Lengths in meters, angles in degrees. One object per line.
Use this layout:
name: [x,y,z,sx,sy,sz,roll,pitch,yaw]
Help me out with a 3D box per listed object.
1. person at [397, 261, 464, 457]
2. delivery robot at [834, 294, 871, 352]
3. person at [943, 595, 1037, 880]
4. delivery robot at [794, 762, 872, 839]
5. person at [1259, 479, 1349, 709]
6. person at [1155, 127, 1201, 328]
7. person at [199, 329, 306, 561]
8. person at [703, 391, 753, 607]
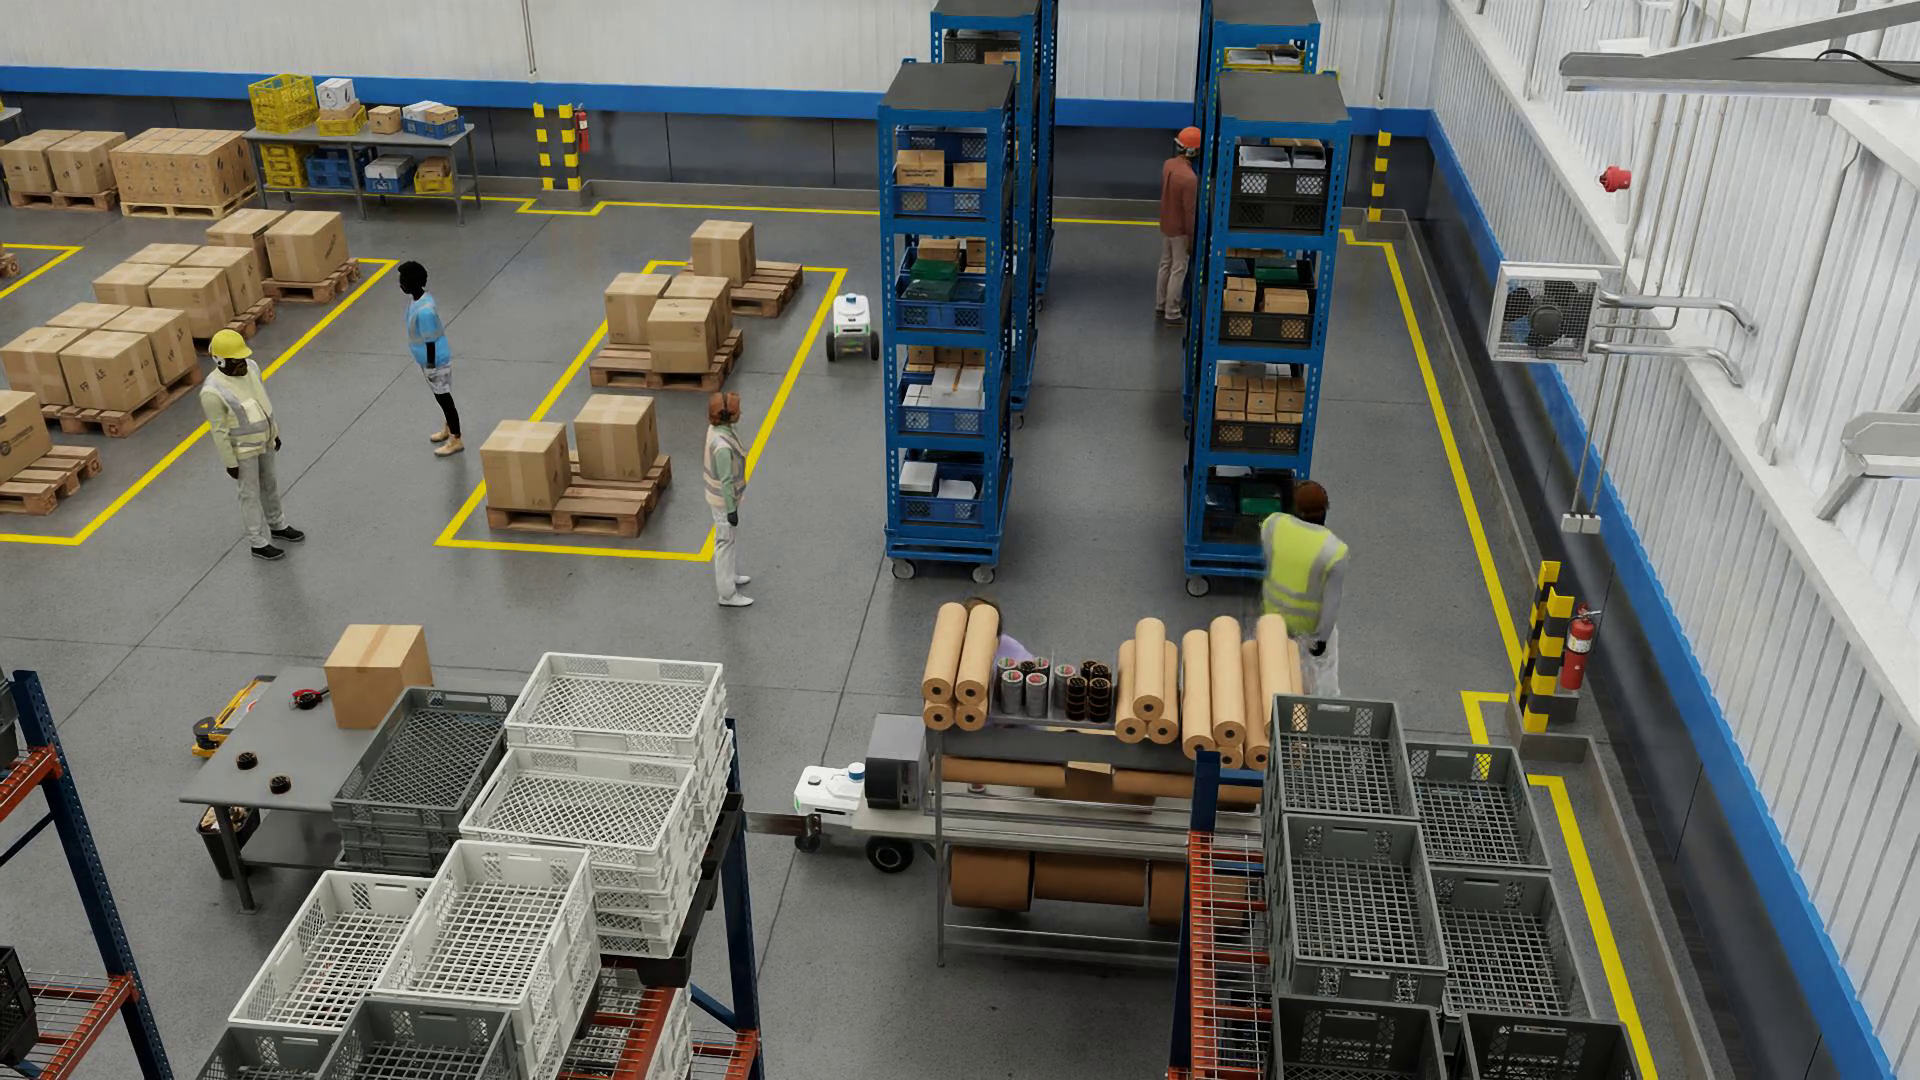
person: [-4.413,-1.526,13.866,0.320,1.694,0.533,-12,32,-20]
delivery robot: [-1.035,-2.114,15.907,0.477,0.478,0.707,-2,30,-4]
person: [0.139,1.107,9.112,0.629,1.929,0.371,17,34,26]
delivery robot: [-0.595,1.515,9.674,0.707,0.478,0.477,6,31,10]
person: [2.145,0.427,10.412,0.626,1.796,0.707,24,38,34]
person: [2.149,-3.038,16.181,0.412,1.981,0.625,-10,32,-16]
person: [-5.270,-0.720,12.354,0.403,1.825,0.586,7,31,12]
person: [-1.653,-0.298,11.819,0.317,1.630,0.511,-5,31,-9]
